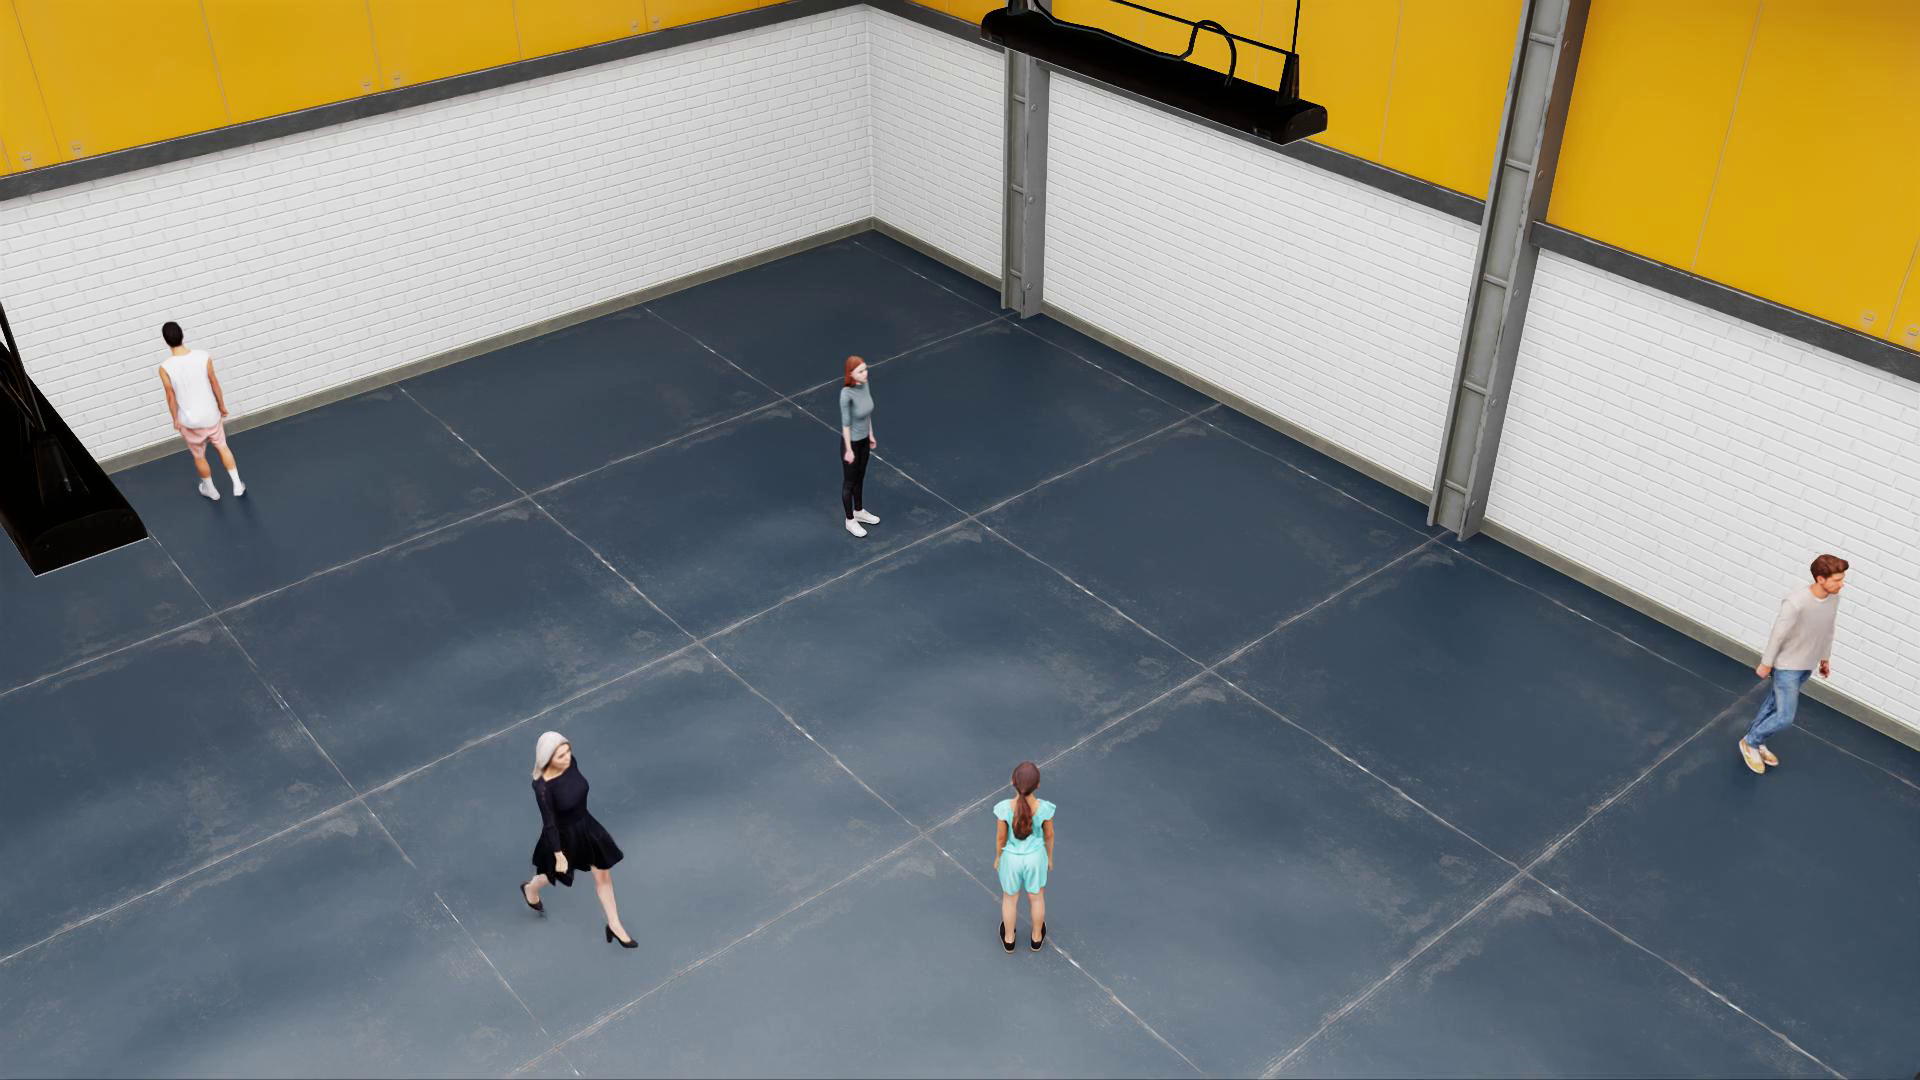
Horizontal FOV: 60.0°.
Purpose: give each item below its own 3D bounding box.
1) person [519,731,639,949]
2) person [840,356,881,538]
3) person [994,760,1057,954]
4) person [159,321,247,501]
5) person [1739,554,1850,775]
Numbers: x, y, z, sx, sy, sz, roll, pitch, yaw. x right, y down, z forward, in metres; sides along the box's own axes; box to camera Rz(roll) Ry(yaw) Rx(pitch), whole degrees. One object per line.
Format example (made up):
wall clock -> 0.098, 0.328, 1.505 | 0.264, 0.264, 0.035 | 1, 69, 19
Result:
person -> -2.600, 1.929, 10.761 | 1.235, 1.702, 0.958 | 13, 36, 19
person -> -0.929, -0.866, 14.930 | 0.642, 1.742, 0.646 | 18, 38, 25
person -> 0.408, 2.040, 10.724 | 0.645, 1.558, 0.694 | -1, 34, -1
person -> -7.026, -1.169, 15.342 | 0.637, 1.791, 0.615 | -25, 41, -33
person -> 6.043, 0.847, 12.220 | 0.694, 1.890, 0.662 | -18, 38, -25
